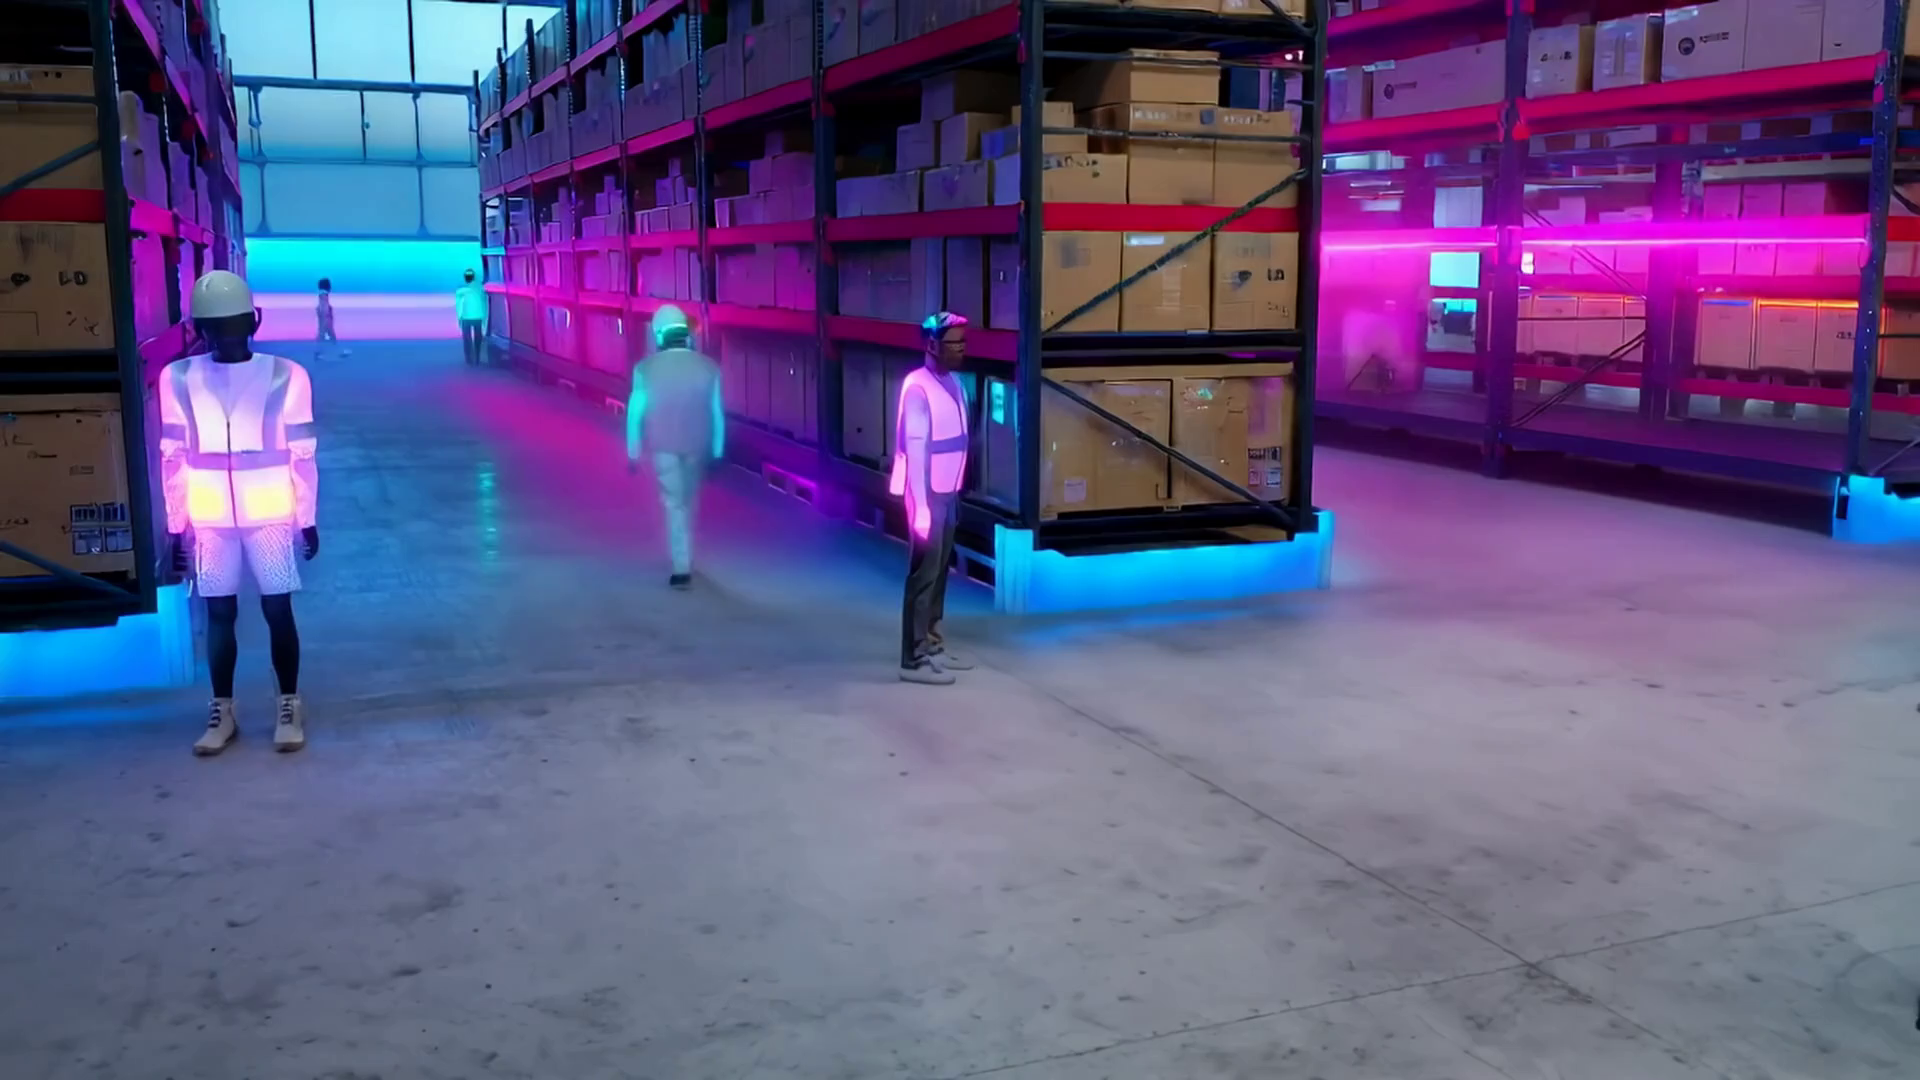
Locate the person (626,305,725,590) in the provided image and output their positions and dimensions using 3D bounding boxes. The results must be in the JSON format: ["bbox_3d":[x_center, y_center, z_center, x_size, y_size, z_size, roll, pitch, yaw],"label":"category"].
[{"bbox_3d":[-1.870,-0.612,10.777,0.619,1.785,0.903,-5,11,-28],"label":"person"}]

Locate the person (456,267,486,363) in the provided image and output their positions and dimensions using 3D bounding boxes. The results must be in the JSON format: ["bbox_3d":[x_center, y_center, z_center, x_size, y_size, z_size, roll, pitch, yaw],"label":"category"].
[{"bbox_3d":[-10.078,-4.622,34.277,0.632,1.971,0.706,-5,11,-27],"label":"person"}]

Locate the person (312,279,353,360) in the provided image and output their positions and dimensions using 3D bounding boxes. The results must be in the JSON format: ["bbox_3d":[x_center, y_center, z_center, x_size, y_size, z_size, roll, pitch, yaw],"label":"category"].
[{"bbox_3d":[-13.411,-4.680,35.384,0.883,1.702,0.597,-4,10,-24],"label":"person"}]

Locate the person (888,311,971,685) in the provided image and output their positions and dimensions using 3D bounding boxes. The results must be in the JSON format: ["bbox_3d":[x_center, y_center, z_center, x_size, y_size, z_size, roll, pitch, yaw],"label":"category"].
[{"bbox_3d":[-0.151,-0.209,8.247,0.382,1.837,0.567,2,10,14],"label":"person"}]

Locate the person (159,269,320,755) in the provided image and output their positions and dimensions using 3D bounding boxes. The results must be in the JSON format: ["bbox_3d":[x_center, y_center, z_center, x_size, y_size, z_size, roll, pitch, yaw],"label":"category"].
[{"bbox_3d":[-3.019,-0.103,6.983,0.616,2.041,0.379,-2,10,-10],"label":"person"}]
